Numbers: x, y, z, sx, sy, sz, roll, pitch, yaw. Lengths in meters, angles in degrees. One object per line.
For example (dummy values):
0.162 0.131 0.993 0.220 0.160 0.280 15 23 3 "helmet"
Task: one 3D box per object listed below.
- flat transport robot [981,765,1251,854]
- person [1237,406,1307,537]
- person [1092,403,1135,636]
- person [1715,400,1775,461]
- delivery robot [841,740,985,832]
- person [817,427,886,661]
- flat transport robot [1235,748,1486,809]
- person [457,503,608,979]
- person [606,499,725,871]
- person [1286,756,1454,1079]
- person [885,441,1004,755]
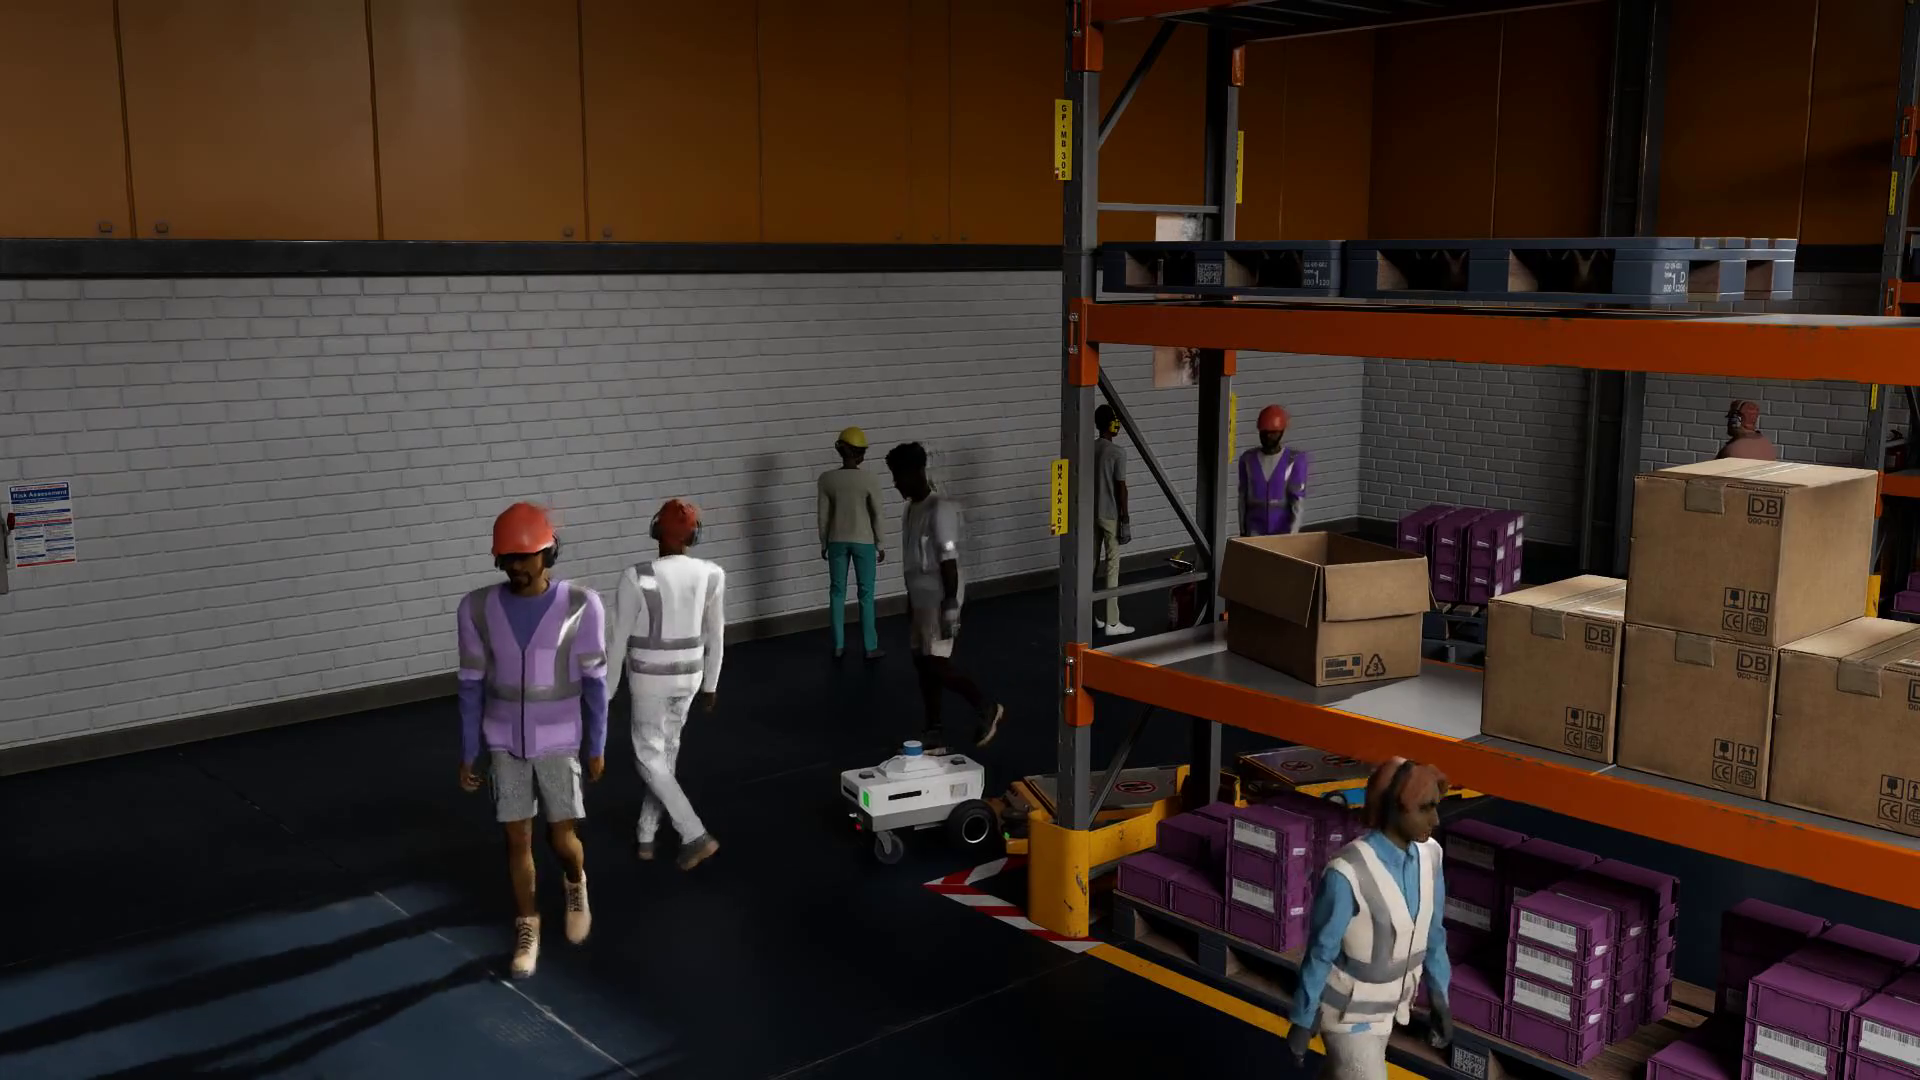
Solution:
0.851 1.408 8.806 1.431 0.197 0.652 -2 10 -13 "flat transport robot"
2.358 -0.073 12.723 0.550 1.889 1.005 4 10 22 "person"
1.171 -0.165 13.361 0.524 1.866 0.325 9 13 44 "person"
6.128 -0.153 13.168 0.651 1.907 0.409 -8 12 -38 "person"
-0.242 1.271 8.509 0.707 0.478 0.477 -5 11 -26 "delivery robot"
-0.808 0.031 12.520 0.523 1.762 0.329 3 10 15 "person"
2.201 1.318 9.334 1.431 0.197 0.652 -4 10 -20 "flat transport robot"
-1.794 0.841 7.012 0.617 2.029 0.469 0 10 1 "person"
-1.453 0.721 8.234 0.649 1.855 0.696 -9 13 -42 "person"
1.267 1.417 4.868 0.528 1.586 0.858 -9 13 -43 "person"
-0.130 0.361 10.071 0.636 1.934 0.672 -4 10 -21 "person"
